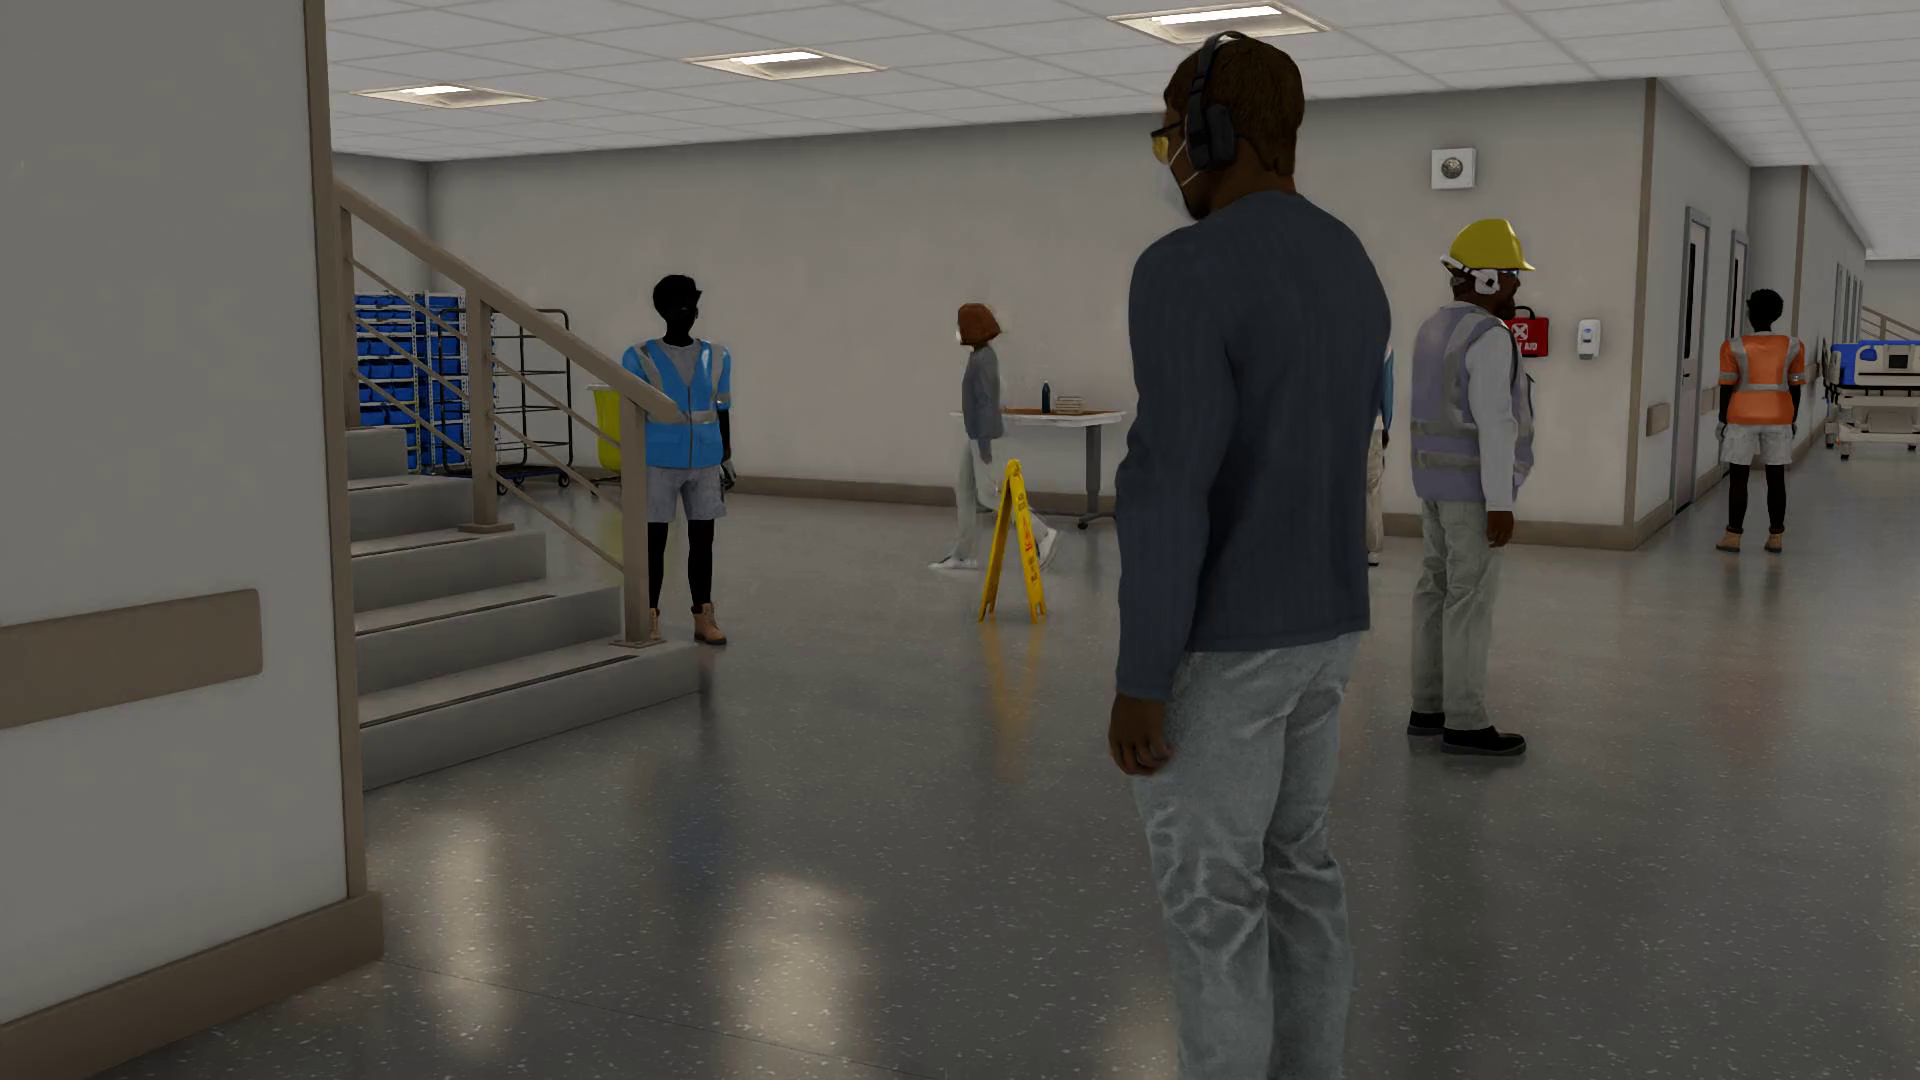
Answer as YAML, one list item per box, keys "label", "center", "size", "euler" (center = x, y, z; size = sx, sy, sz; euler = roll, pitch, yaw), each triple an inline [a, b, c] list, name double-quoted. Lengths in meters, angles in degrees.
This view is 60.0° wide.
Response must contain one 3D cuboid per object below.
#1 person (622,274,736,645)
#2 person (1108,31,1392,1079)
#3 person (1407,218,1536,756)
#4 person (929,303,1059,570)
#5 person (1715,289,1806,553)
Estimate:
- label: "person"
  center: [-1.270, -0.348, 7.545]
  size: [0.542, 1.695, 0.316]
  euler: [-4, 8, -29]
- label: "person"
  center: [0.455, 0.173, 2.670]
  size: [0.384, 1.930, 0.634]
  euler: [6, 10, 40]
- label: "person"
  center: [1.770, -0.183, 5.757]
  size: [0.404, 1.829, 0.600]
  euler: [-1, 7, -8]
- label: "person"
  center: [0.200, -0.597, 9.833]
  size: [0.708, 1.605, 0.501]
  euler: [0, 7, -1]
- label: "person"
  center: [5.131, -0.758, 10.694]
  size: [0.535, 1.700, 0.318]
  euler: [1, 7, 7]
